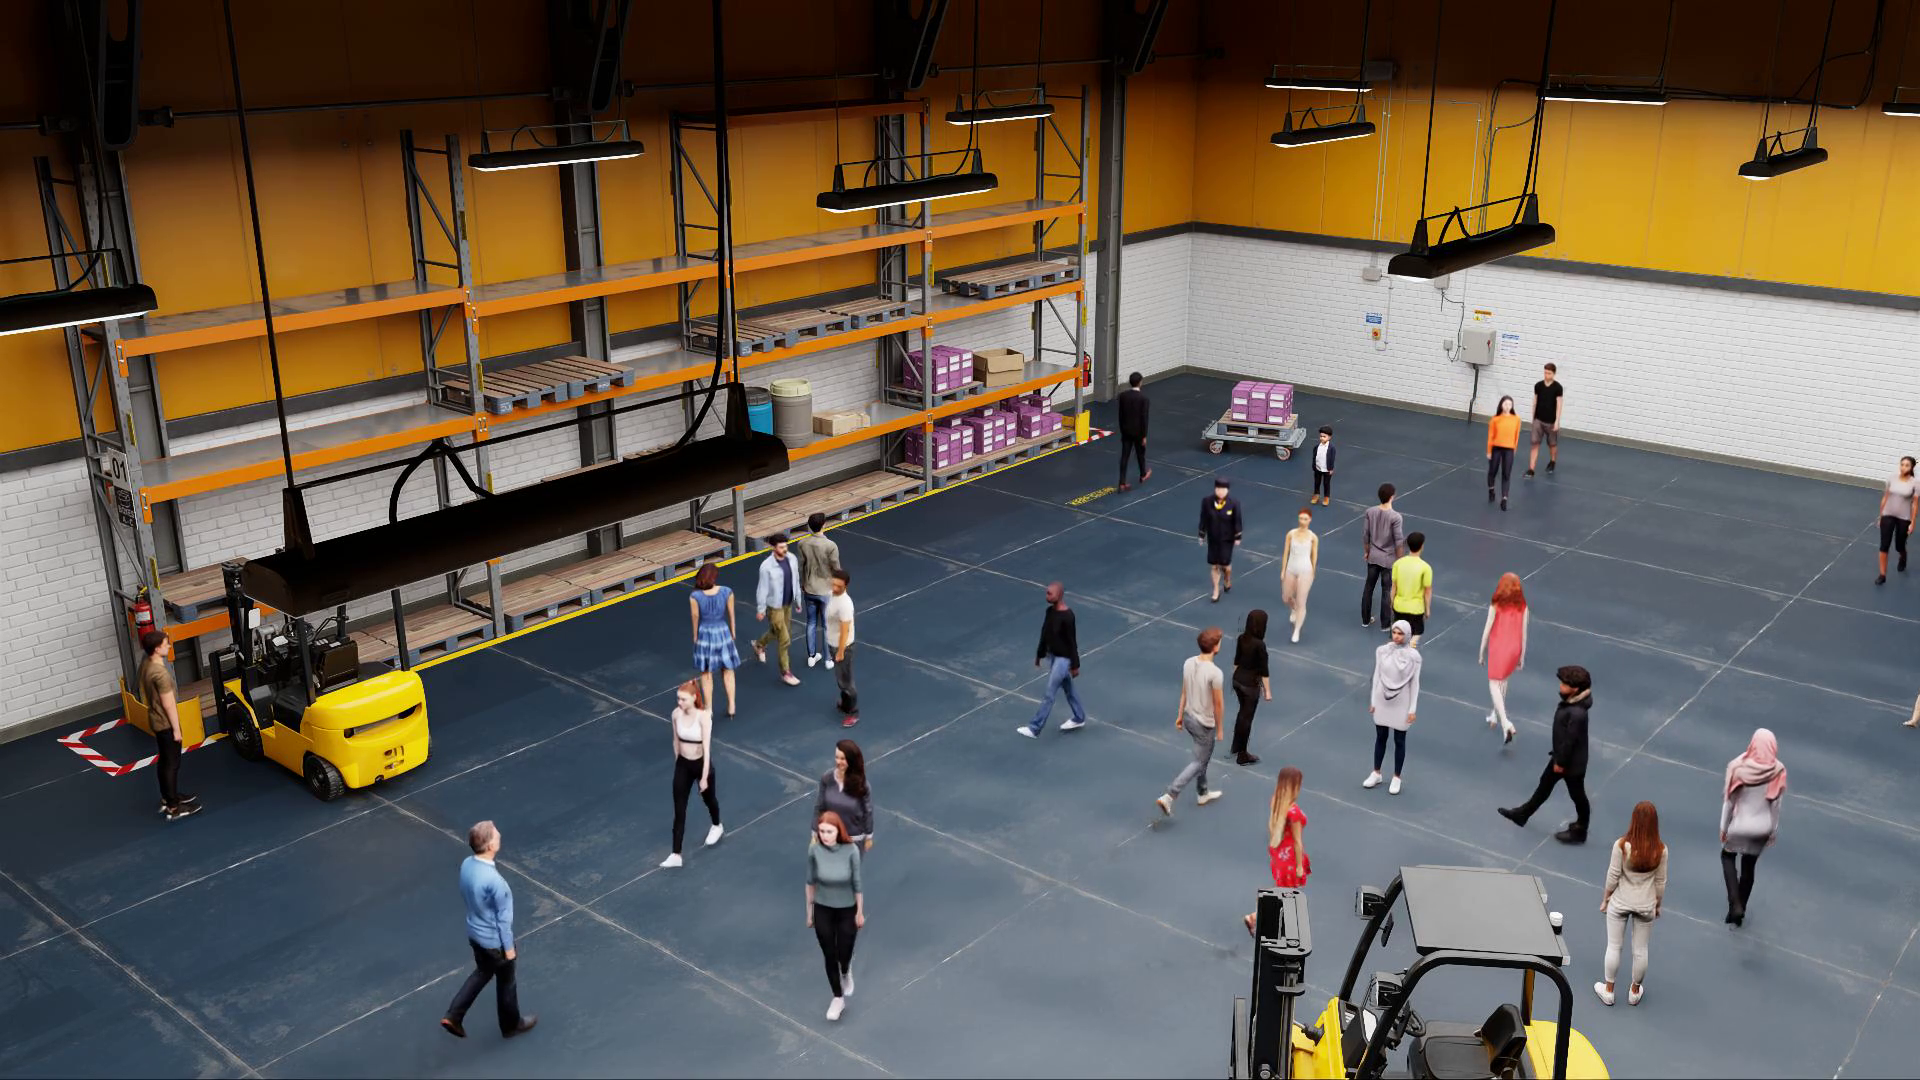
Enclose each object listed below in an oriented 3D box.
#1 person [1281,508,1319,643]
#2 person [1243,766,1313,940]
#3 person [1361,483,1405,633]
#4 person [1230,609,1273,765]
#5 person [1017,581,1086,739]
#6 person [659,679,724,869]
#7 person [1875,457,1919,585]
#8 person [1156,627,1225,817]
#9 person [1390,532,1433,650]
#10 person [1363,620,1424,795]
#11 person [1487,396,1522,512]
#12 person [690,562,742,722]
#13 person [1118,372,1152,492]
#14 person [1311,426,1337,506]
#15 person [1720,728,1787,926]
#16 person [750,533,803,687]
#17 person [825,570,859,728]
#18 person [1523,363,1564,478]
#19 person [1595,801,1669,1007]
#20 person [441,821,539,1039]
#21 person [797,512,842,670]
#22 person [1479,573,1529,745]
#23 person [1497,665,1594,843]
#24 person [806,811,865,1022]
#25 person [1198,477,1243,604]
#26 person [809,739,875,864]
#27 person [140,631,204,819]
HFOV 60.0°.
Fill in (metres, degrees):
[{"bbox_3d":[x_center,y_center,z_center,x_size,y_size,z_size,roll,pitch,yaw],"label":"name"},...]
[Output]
[{"bbox_3d":[4.117,0.387,20.185,0.741,1.628,0.956,7,20,19],"label":"person"},{"bbox_3d":[2.608,2.611,13.655,0.934,1.581,0.823,-5,19,-16],"label":"person"},{"bbox_3d":[5.177,0.200,20.388,0.681,1.853,0.548,17,25,41],"label":"person"},{"bbox_3d":[2.889,1.486,16.911,0.636,1.635,0.664,-11,22,-31],"label":"person"},{"bbox_3d":[1.130,1.252,17.500,1.191,1.702,0.884,-10,21,-27],"label":"person"},{"bbox_3d":[-2.340,2.071,15.083,0.850,1.693,1.239,8,20,22],"label":"person"},{"bbox_3d":[12.415,-0.277,21.991,0.928,1.734,0.664,-17,25,-40],"label":"person"},{"bbox_3d":[2.221,1.760,15.738,1.230,1.863,0.928,-12,22,-32],"label":"person"},{"bbox_3d":[5.104,0.763,18.972,0.653,1.689,0.954,13,23,34],"label":"person"},{"bbox_3d":[4.260,1.613,16.314,0.622,1.775,0.550,12,22,32],"label":"person"},{"bbox_3d":[8.174,-1.335,25.190,1.026,1.696,1.194,2,19,6],"label":"person"},{"bbox_3d":[-2.631,1.094,17.809,0.709,1.805,0.819,-6,19,-16],"label":"person"},{"bbox_3d":[2.646,-1.652,25.924,0.822,1.830,1.198,12,22,31],"label":"person"},{"bbox_3d":[5.540,-1.142,25.359,0.531,1.224,0.510,10,21,28],"label":"person"},{"bbox_3d":[6.578,2.442,13.828,0.826,1.791,0.940,5,19,13],"label":"person"},{"bbox_3d":[-2.119,0.745,18.904,0.728,1.767,1.053,15,24,38],"label":"person"},{"bbox_3d":[-1.256,1.093,17.866,0.810,1.769,0.858,-2,19,-5],"label":"person"},{"bbox_3d":[9.490,-1.931,26.753,0.694,1.830,1.192,16,24,39],"label":"person"},{"bbox_3d":[5.199,2.812,12.854,0.692,1.712,0.704,3,19,9],"label":"person"},{"bbox_3d":[-3.549,2.943,12.325,0.693,1.800,0.964,17,25,42],"label":"person"},{"bbox_3d":[-1.635,0.579,19.245,0.771,1.864,0.697,7,20,21],"label":"person"},{"bbox_3d":[5.693,1.264,17.320,1.080,1.794,1.153,-1,19,-4],"label":"person"},{"bbox_3d":[5.686,1.988,15.256,1.033,1.740,1.078,3,19,9],"label":"person"},{"bbox_3d":[-0.935,2.834,12.758,0.756,1.731,0.824,3,19,8],"label":"person"},{"bbox_3d":[3.368,-0.030,21.370,0.808,1.663,0.824,8,20,23],"label":"person"},{"bbox_3d":[-0.931,2.452,13.912,0.868,1.717,1.204,8,20,21],"label":"person"},{"bbox_3d":[-7.582,1.731,15.845,0.617,1.851,0.680,-15,24,-38],"label":"person"}]
